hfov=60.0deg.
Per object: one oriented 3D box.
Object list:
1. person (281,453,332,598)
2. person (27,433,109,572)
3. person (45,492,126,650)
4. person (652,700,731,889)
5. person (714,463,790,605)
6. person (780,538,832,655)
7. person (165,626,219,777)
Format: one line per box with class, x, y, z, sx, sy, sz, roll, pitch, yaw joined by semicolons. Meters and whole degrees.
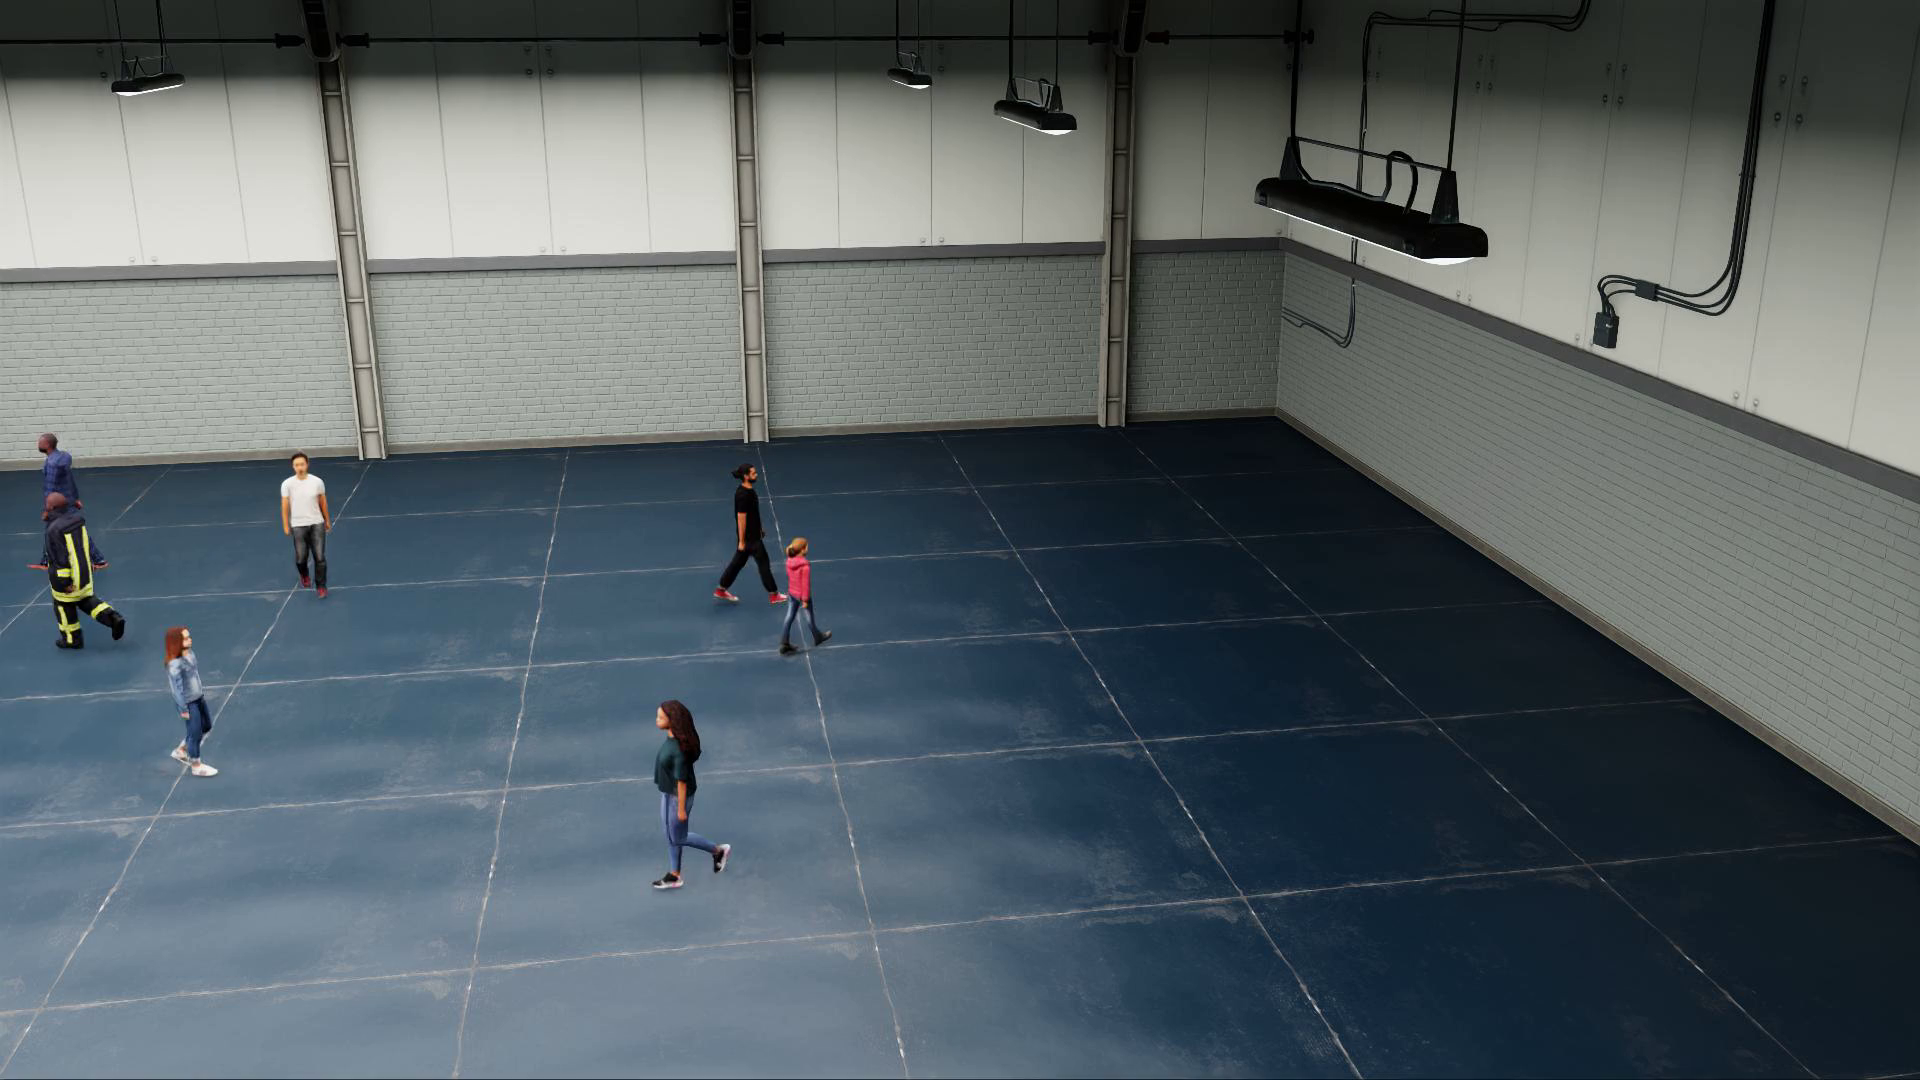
person;-7.822;-0.205;19.940;0.811;1.788;0.849;-10;21;-28
person;-11.047;-0.424;20.639;1.180;1.771;0.777;-5;19;-16
person;-9.669;0.337;18.249;1.157;1.804;0.963;3;18;9
person;-2.183;2.045;13.325;0.900;1.605;0.660;-6;19;-17
person;-2.571;-0.042;19.555;1.173;1.716;0.669;-2;18;-5
person;-1.812;0.633;18.179;0.963;1.284;0.822;-16;24;-41
person;-7.147;1.483;15.273;0.657;1.468;0.606;-1;18;-4
